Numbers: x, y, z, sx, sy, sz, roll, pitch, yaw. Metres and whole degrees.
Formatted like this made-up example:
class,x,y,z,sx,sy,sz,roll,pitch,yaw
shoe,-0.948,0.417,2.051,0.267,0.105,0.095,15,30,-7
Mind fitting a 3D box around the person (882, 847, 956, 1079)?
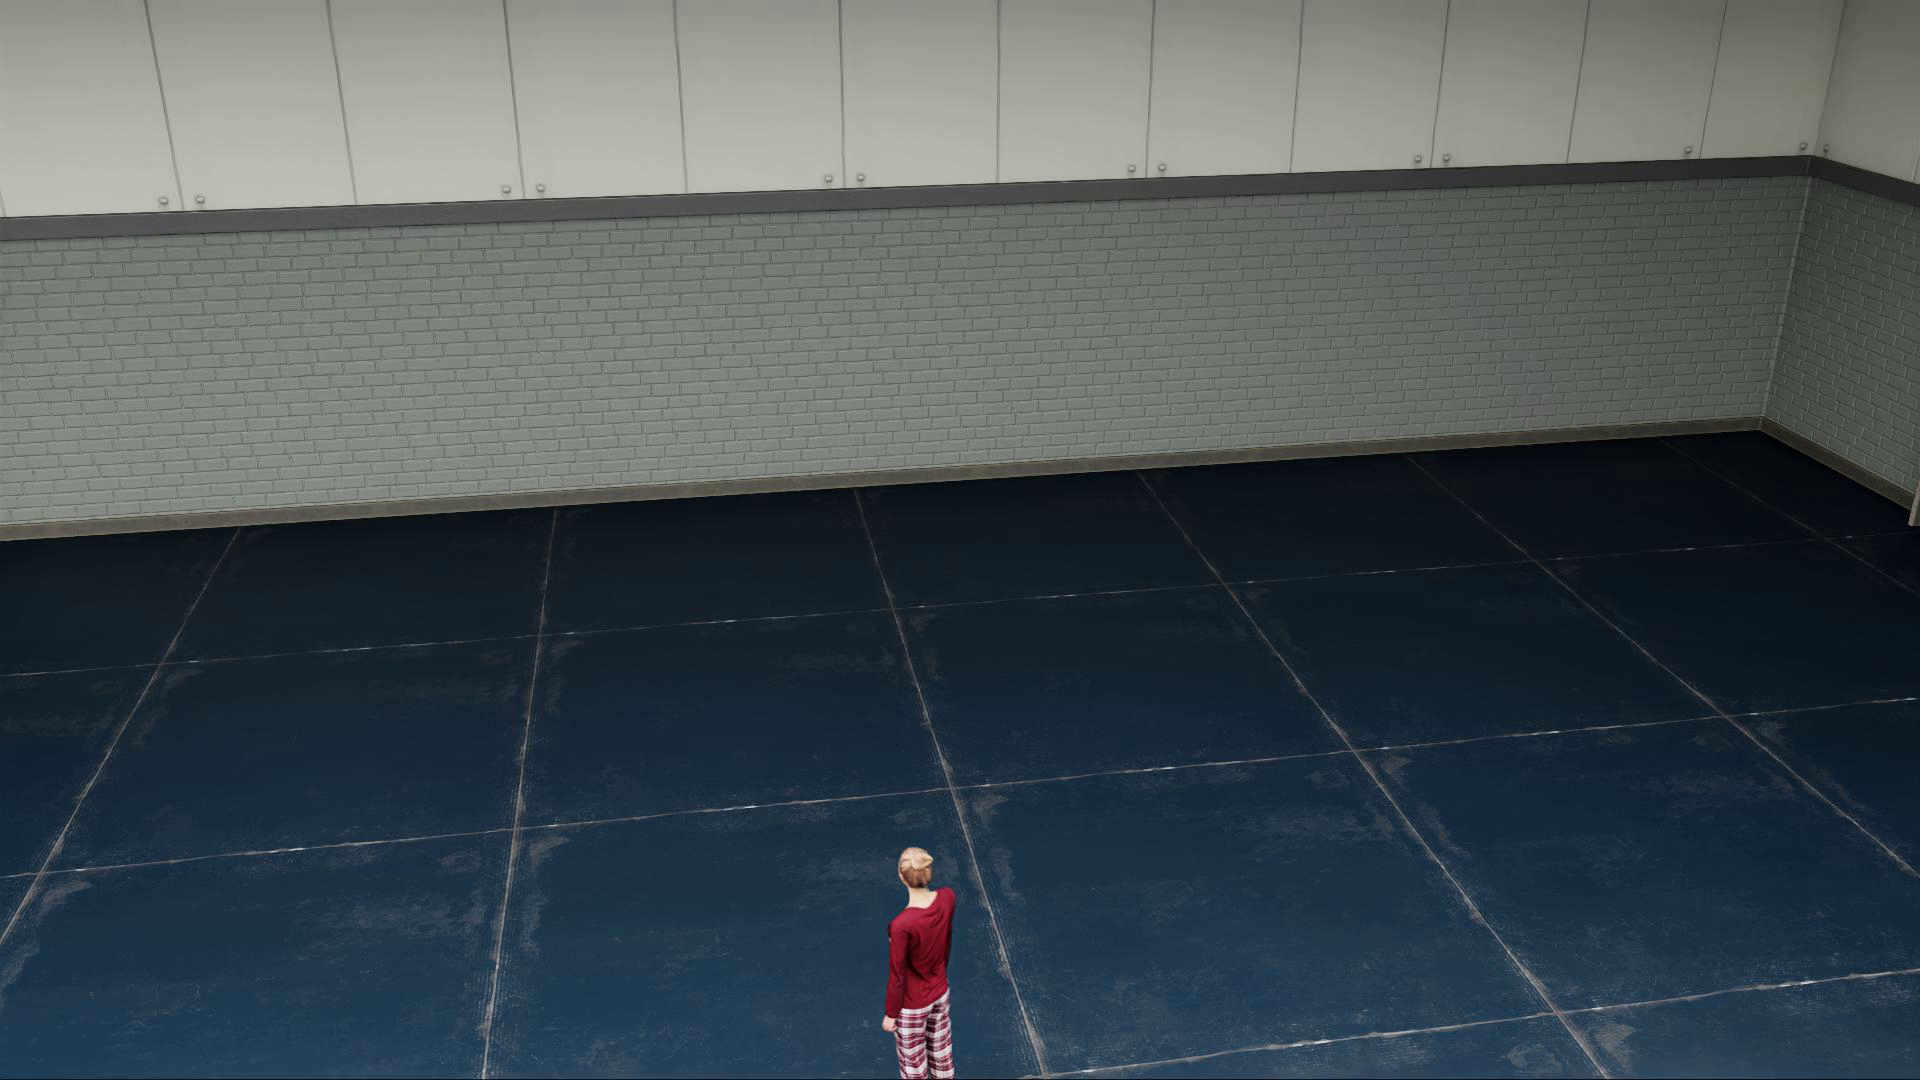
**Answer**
class,x,y,z,sx,sy,sz,roll,pitch,yaw
person,-0.200,2.265,8.364,0.725,1.701,0.688,18,29,36
